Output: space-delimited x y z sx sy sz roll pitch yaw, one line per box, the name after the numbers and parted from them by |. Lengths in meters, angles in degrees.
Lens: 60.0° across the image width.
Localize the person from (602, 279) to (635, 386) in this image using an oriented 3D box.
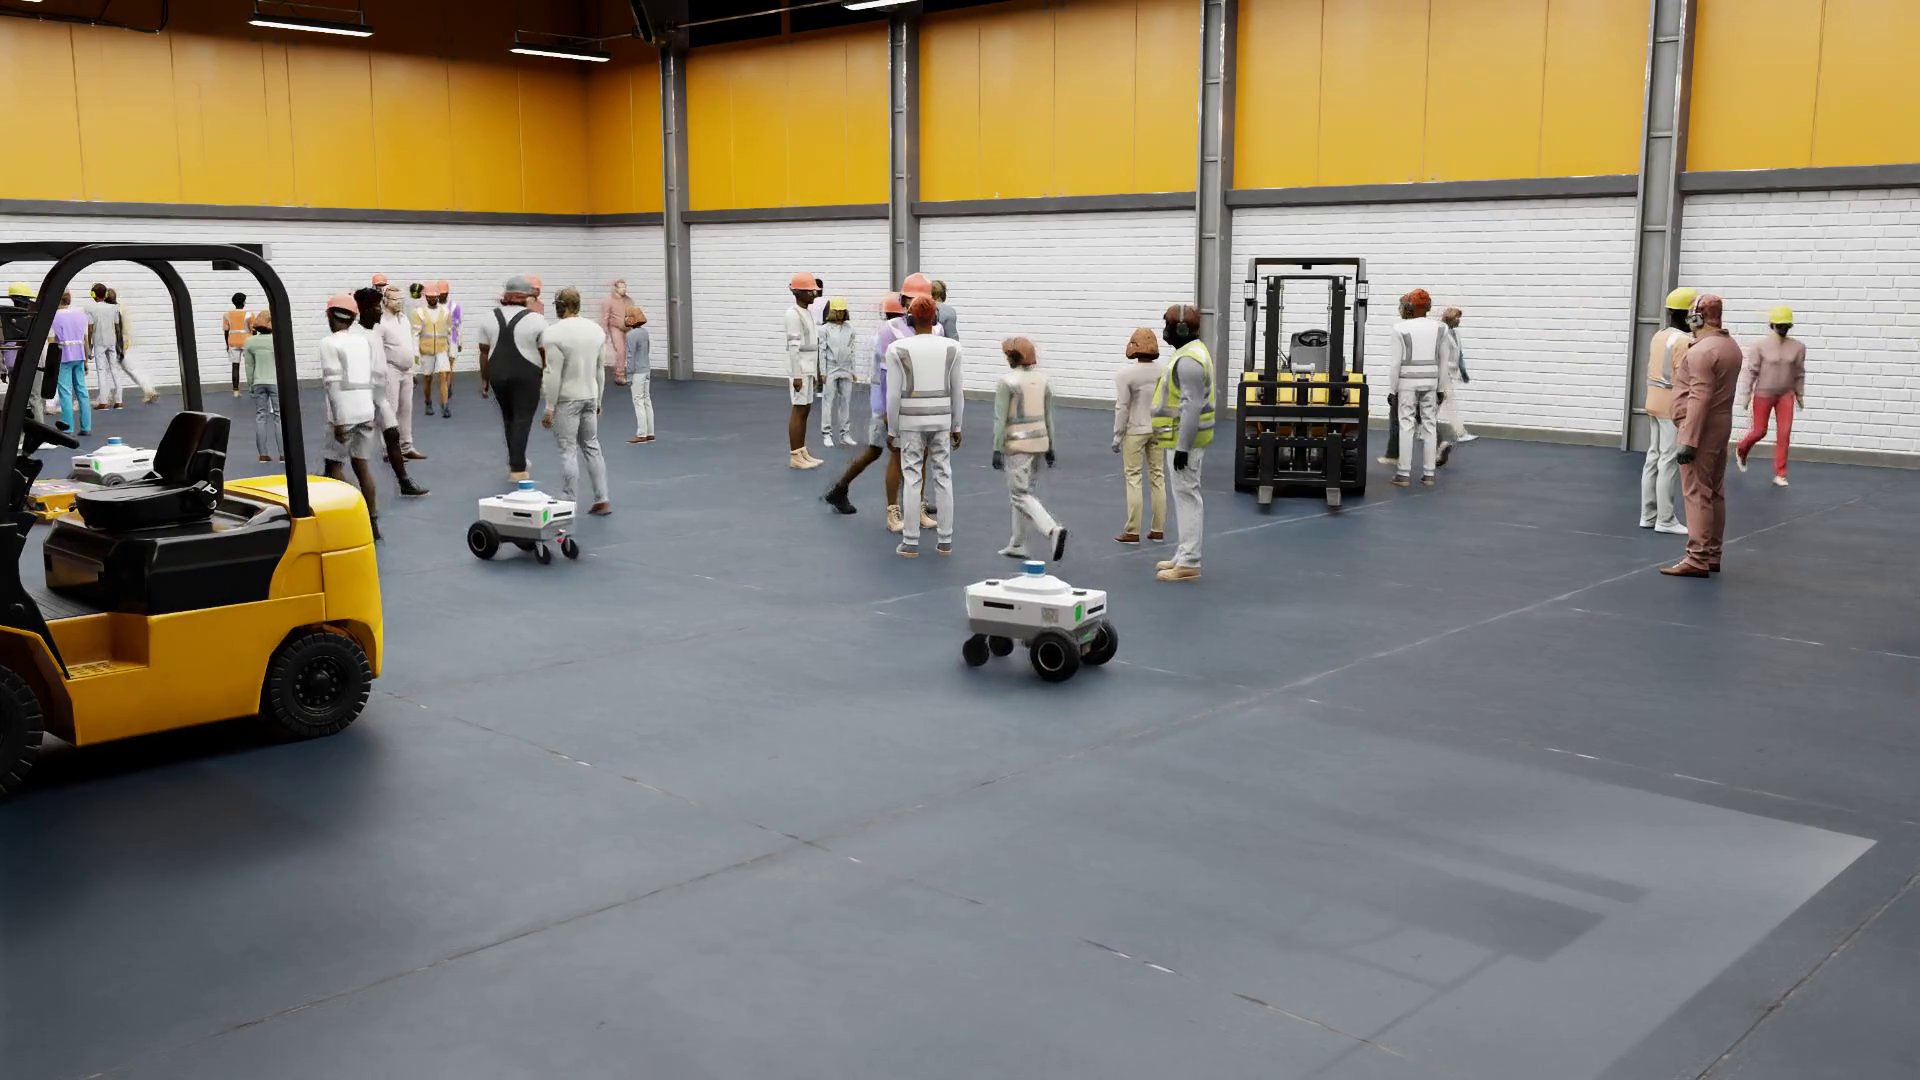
-5.944 -3.663 29.445 0.721 1.880 0.667 7 12 38 | person

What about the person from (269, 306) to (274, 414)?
-9.684 -2.595 23.651 0.518 1.639 0.312 8 12 42 | person

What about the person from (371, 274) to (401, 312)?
-9.137 -3.209 26.324 0.620 1.994 0.381 -8 12 -41 | person

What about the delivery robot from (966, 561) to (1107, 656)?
0.388 0.352 8.611 0.707 0.478 0.477 6 11 31 | delivery robot

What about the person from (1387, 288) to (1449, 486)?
4.368 -1.453 15.903 0.575 1.884 0.355 -1 9 -7 | person

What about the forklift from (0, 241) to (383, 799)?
-3.706 -0.171 7.093 1.214 2.155 2.313 9 13 43 | forklift

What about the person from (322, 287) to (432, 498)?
-5.351 -1.304 14.903 1.012 1.918 0.623 1 9 4 | person

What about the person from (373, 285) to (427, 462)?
-6.076 -1.785 17.900 0.404 1.900 0.646 3 10 16 | person

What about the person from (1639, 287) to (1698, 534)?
5.597 -1.013 13.069 0.382 1.928 0.587 0 9 0 | person

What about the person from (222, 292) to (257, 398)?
-11.527 -3.120 26.691 0.540 1.695 0.317 -1 9 -4 | person

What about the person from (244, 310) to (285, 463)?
-7.376 -1.636 17.785 0.498 1.633 0.281 1 9 7 | person

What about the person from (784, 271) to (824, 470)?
-1.606 -1.749 17.226 0.373 2.043 0.615 1 9 9 | person

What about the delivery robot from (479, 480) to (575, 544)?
-3.092 -0.182 11.883 0.707 0.478 0.477 5 11 31 | delivery robot

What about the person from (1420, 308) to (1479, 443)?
5.857 -1.939 19.757 0.830 1.601 0.533 6 11 34 | person

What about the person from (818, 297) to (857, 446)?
-1.423 -1.970 19.504 0.487 1.744 0.294 -6 11 -33 | person

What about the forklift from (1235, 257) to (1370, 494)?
3.309 -1.629 16.029 1.214 2.155 2.313 2 9 11 | forklift

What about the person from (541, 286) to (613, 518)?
-3.197 -1.126 13.815 0.511 1.950 0.642 6 11 34 | person

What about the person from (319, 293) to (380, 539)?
-4.676 -0.941 12.746 0.519 1.888 0.579 4 10 23 | person

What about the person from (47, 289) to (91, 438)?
-10.943 -2.171 20.409 0.390 1.850 0.564 5 10 26 | person

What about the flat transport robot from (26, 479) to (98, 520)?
-7.722 -0.356 14.109 1.431 0.197 0.652 8 12 39 | flat transport robot

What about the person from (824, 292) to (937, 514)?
-0.675 -1.136 13.974 0.966 1.898 0.563 1 9 7 | person

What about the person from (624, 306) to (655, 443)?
-3.845 -1.969 19.865 0.282 1.626 0.502 2 9 12 | person

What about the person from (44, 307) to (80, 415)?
-12.921 -2.706 23.911 0.629 1.788 0.977 -2 9 -10 | person

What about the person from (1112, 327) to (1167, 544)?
1.377 -0.782 12.552 0.505 1.633 0.279 -5 10 -26 | person

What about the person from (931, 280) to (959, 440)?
-0.261 -2.178 20.182 0.630 1.940 0.373 7 12 38 | person

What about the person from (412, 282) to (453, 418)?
-7.389 -2.666 23.341 0.559 1.890 0.969 -4 10 -22 | person

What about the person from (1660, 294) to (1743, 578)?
4.990 -0.699 11.231 0.403 1.900 0.652 8 12 41 | person

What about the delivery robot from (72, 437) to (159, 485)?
-7.560 -0.677 14.903 0.477 0.478 0.707 4 10 22 | delivery robot

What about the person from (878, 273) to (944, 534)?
-0.353 -1.070 13.080 0.609 2.040 0.394 -7 12 -38 | person

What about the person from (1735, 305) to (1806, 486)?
7.847 -1.411 16.100 0.556 1.737 0.671 1 9 5 | person

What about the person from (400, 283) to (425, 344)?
-9.632 -3.595 29.220 0.628 1.823 0.413 5 10 28 | person

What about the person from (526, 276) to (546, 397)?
-6.952 -3.267 26.829 0.979 1.962 0.624 5 10 28 | person

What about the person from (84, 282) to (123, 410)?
-12.607 -2.846 24.485 0.328 1.872 0.513 7 11 35 | person

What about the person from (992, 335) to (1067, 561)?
0.511 -0.629 11.669 0.543 1.611 0.737 -9 13 -44 | person

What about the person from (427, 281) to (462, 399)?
-8.291 -3.216 26.735 0.545 1.884 0.989 0 9 -2 | person

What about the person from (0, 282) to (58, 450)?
-10.686 -1.980 19.007 0.594 1.922 0.376 0 9 1 | person

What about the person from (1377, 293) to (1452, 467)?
4.745 -1.650 17.301 0.518 1.825 0.815 -6 11 -31 | person

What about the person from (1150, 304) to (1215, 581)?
1.481 -0.648 11.097 0.429 1.841 0.633 1 9 9 | person

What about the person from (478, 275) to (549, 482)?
-4.304 -1.618 16.431 0.710 2.000 0.915 2 9 11 | person

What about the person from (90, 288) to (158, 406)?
-12.774 -2.939 25.293 0.941 1.793 0.649 -3 10 -20 | person

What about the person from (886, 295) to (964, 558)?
-0.255 -0.810 11.959 0.575 1.885 0.355 -3 10 -17 | person

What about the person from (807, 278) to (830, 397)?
-2.333 -3.273 26.960 0.596 1.915 0.372 6 11 31 | person

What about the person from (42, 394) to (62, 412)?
-13.122 -2.694 23.972 0.594 1.736 0.601 -8 12 -41 | person
